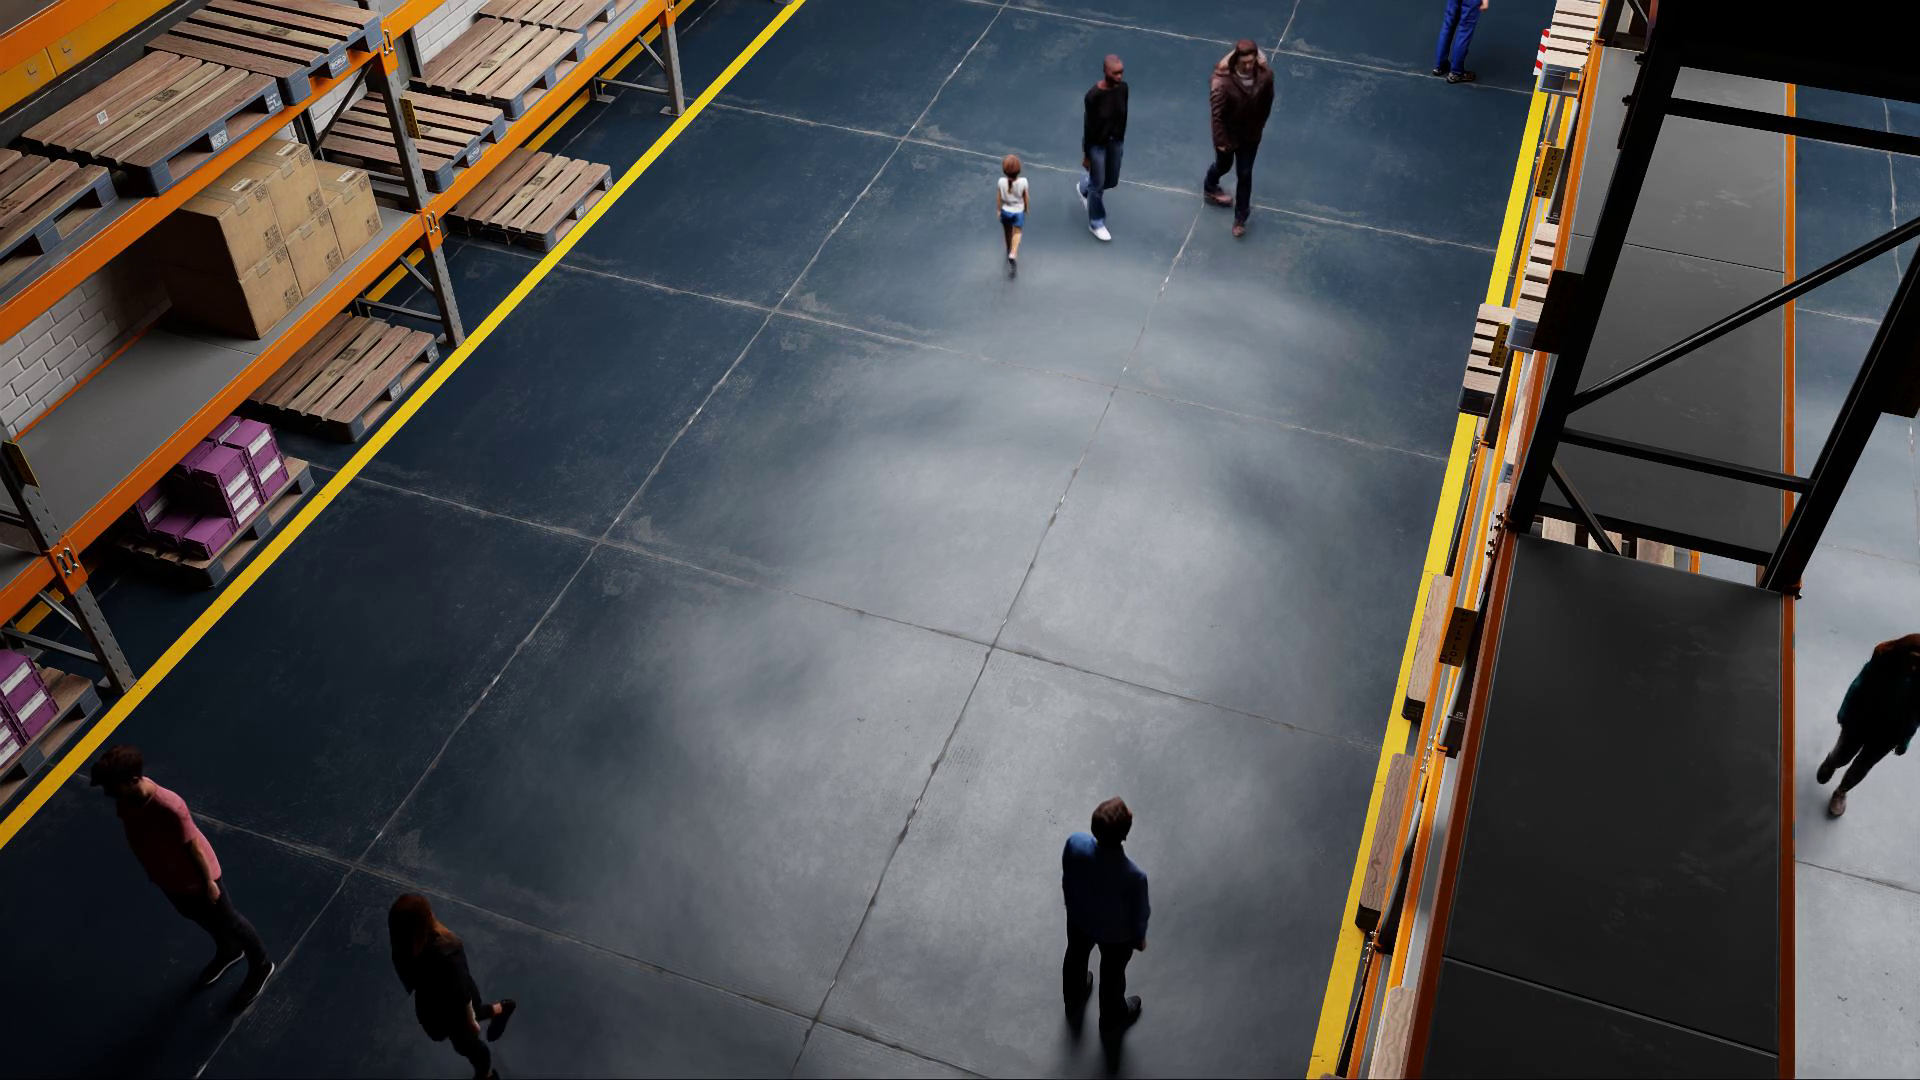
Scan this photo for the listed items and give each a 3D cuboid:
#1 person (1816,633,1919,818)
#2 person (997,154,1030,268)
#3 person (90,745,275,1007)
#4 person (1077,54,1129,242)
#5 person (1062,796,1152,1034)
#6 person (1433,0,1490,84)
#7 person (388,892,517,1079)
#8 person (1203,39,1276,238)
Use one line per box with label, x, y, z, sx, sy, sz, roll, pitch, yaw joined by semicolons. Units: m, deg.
person;5.431;1.037;9.842;0.596;1.490;0.635;19;47;18
person;0.450;-2.813;14.229;0.498;1.012;0.689;4;44;4
person;-4.078;1.726;8.778;0.627;1.958;0.560;16;46;16
person;1.180;-3.437;14.361;0.879;1.733;0.923;-22;48;-21
person;0.742;1.951;8.643;0.715;1.820;0.666;27;50;25
person;4.997;-5.436;16.347;0.836;1.889;0.794;-23;48;-22
person;-2.519;2.244;8.423;0.728;1.698;0.868;25;49;24
person;2.398;-3.597;14.488;1.064;1.789;1.198;-12;45;-13
